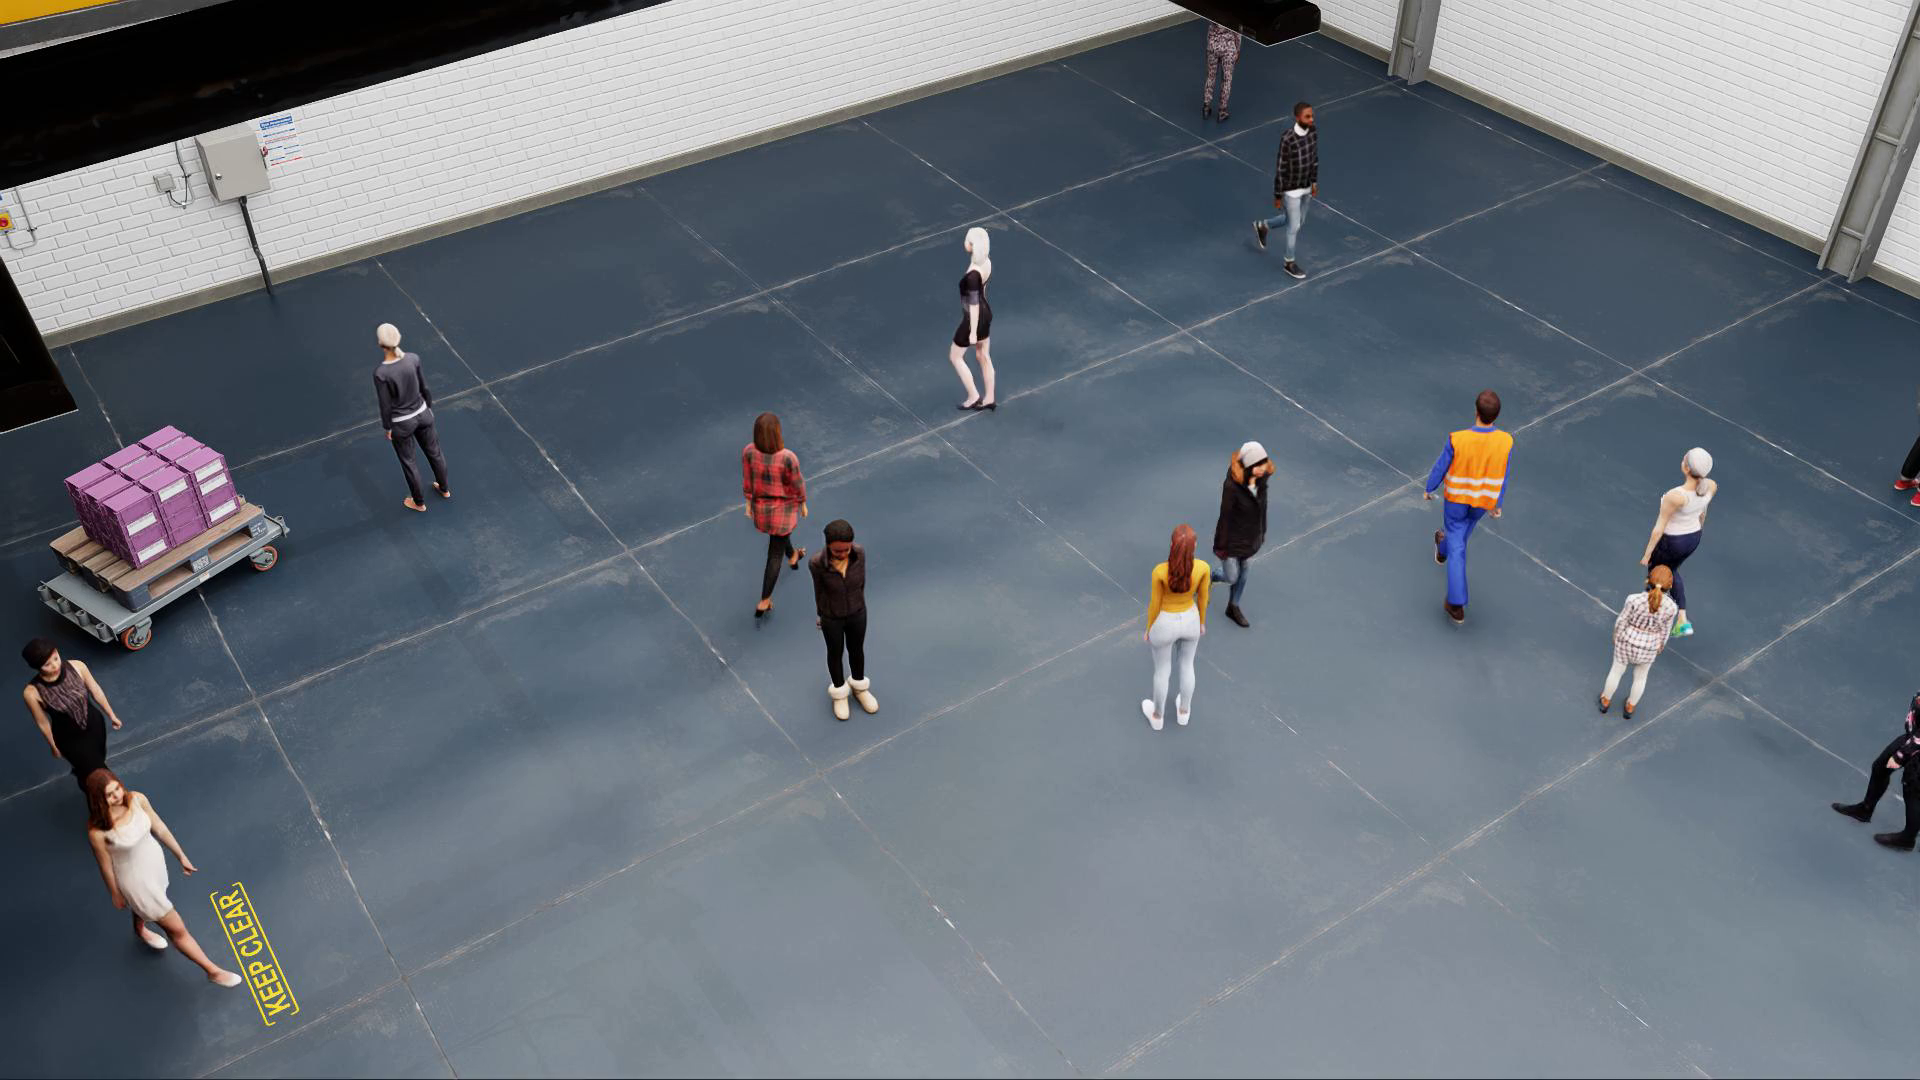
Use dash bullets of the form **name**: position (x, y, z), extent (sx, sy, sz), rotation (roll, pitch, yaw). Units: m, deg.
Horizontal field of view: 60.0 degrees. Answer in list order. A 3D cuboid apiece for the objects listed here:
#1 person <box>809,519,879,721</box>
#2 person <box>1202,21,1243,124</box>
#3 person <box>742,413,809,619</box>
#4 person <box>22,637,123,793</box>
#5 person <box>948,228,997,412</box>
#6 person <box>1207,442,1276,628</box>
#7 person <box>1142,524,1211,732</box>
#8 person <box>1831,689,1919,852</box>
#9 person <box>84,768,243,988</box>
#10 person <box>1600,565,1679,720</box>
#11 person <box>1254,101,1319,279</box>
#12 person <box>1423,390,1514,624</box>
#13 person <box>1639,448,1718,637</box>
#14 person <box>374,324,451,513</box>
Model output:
- **person**: position (-0.829, 0.501, 11.672), extent (0.658, 1.659, 0.607), rotation (-23, 44, -26)
- **person**: position (3.064, -5.750, 19.456), extent (0.620, 1.715, 0.718), rotation (19, 42, 22)
- **person**: position (-1.421, -0.168, 12.512), extent (1.144, 1.658, 1.086), rotation (13, 40, 16)
- **person**: position (-5.779, 1.222, 10.842), extent (1.087, 1.570, 0.857), rotation (20, 43, 23)
- **person**: position (0.231, -1.872, 14.518), extent (0.797, 1.816, 0.746), rotation (11, 40, 14)
- **person**: position (2.034, -0.077, 12.422), extent (0.629, 1.627, 0.728), rotation (-23, 44, -26)
- **person**: position (1.486, 0.604, 11.472), extent (0.672, 1.749, 0.671), rotation (-6, 39, -8)
- **person**: position (6.227, 1.362, 10.592), extent (0.870, 1.662, 0.779), rotation (16, 41, 19)
- **person**: position (-4.899, 1.950, 9.856), extent (1.207, 1.662, 0.972), rotation (16, 41, 19)
- **person**: position (4.773, 0.716, 11.685), extent (0.586, 1.309, 0.662), rotation (11, 40, 13)
- **person**: position (3.287, -3.560, 16.645), extent (0.718, 1.800, 1.035), rotation (-26, 45, -29)
- **person**: position (3.815, -0.224, 12.460), extent (1.186, 1.810, 1.351), rotation (0, 39, 0)
- **person**: position (5.284, 0.094, 12.155), extent (0.719, 1.694, 0.858), rotation (-14, 41, -17)
- **person**: position (-4.479, -1.010, 13.511), extent (0.596, 1.727, 0.648), rotation (29, 47, 31)
